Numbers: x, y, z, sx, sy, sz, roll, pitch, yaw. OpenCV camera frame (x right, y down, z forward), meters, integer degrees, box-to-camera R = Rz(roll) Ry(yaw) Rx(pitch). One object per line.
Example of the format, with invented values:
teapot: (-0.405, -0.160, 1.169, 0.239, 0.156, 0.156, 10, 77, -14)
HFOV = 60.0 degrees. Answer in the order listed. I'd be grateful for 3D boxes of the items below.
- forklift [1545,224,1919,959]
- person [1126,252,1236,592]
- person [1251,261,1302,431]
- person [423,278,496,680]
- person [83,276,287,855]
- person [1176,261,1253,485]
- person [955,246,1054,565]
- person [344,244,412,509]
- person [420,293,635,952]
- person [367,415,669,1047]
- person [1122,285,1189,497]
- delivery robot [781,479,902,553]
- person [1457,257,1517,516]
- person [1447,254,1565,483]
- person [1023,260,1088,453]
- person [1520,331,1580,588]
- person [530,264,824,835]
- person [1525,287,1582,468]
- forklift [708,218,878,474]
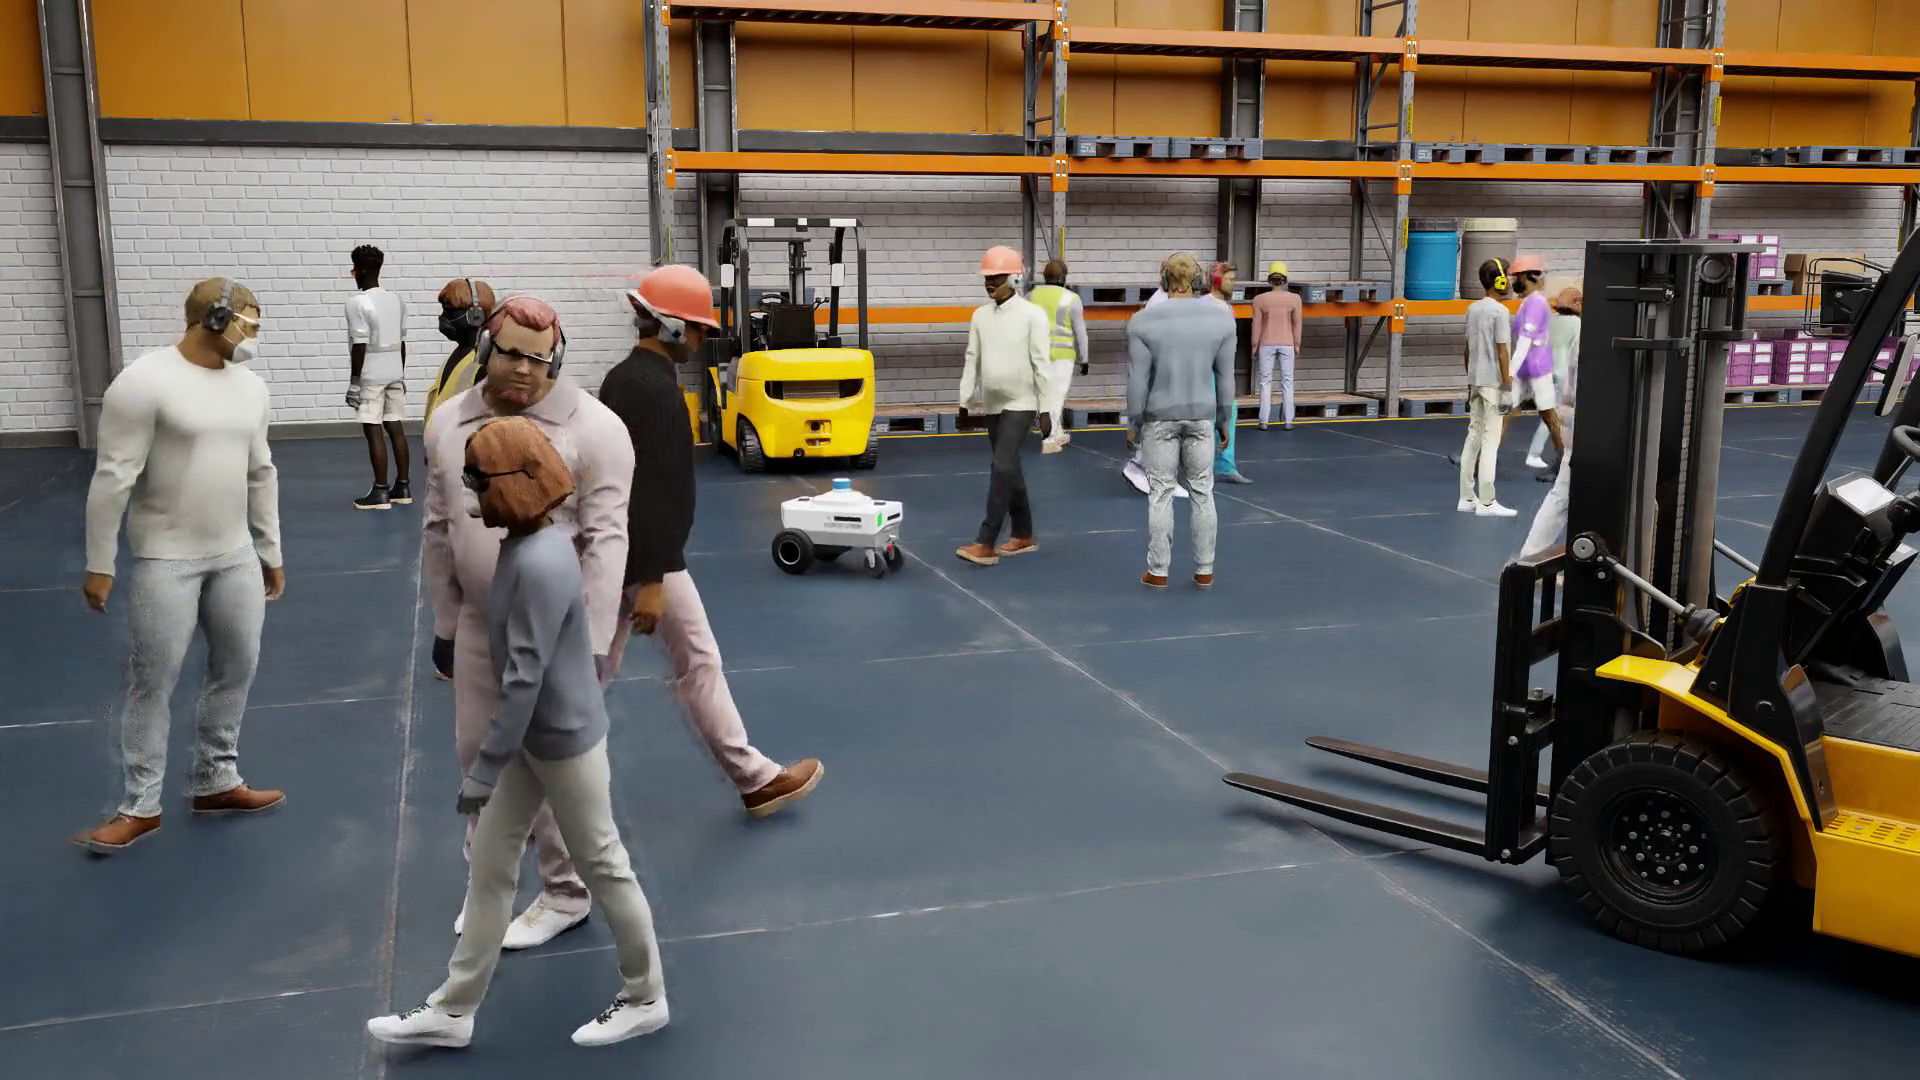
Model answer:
forklift: (2.909, 0.117, 4.508, 2.313, 2.155, 1.214, 9, 14, 40)
person: (1.252, -0.664, 9.505, 0.633, 1.933, 0.355, -1, 10, -5)
person: (3.300, -2.016, 17.374, 0.523, 1.769, 0.319, 1, 10, 5)
person: (-2.157, -0.237, 7.421, 0.429, 1.844, 0.626, -7, 12, -34)
person: (-2.614, 0.081, 5.565, 0.398, 1.900, 0.797, 5, 12, 26)
person: (2.051, -1.364, 13.628, 0.698, 1.829, 0.582, 7, 12, 34)
person: (0.192, -0.825, 10.316, 0.925, 1.954, 0.649, -9, 14, -41)
person: (-4.364, -1.214, 12.432, 0.361, 1.964, 0.617, 3, 11, 19)
person: (-1.236, 0.242, 4.738, 0.656, 1.875, 0.415, 3, 11, 18)
person: (-1.074, 0.505, 4.011, 0.781, 1.594, 0.507, -5, 12, -26)
person: (1.596, -1.250, 12.853, 0.461, 1.889, 0.687, 4, 11, 22)
delivery robot: (-0.713, -0.129, 10.073, 0.707, 0.478, 0.477, 4, 12, 23)
person: (3.861, -1.110, 12.127, 0.327, 1.872, 0.551, -3, 11, -16)
person: (4.612, -1.406, 13.709, 1.041, 1.870, 0.579, 1, 10, 6)
person: (0.920, -1.741, 15.811, 0.640, 1.824, 0.723, 7, 12, 34)
person: (3.635, -0.575, 9.415, 0.954, 1.793, 0.646, 4, 11, 20)
person: (-1.011, 0.047, 5.622, 1.046, 1.919, 0.696, -6, 12, -29)
person: (5.310, -1.434, 14.682, 0.834, 1.585, 0.485, -5, 11, -24)
forklift: (-1.522, -1.778, 14.899, 1.214, 2.155, 2.313, -3, 11, -17)
